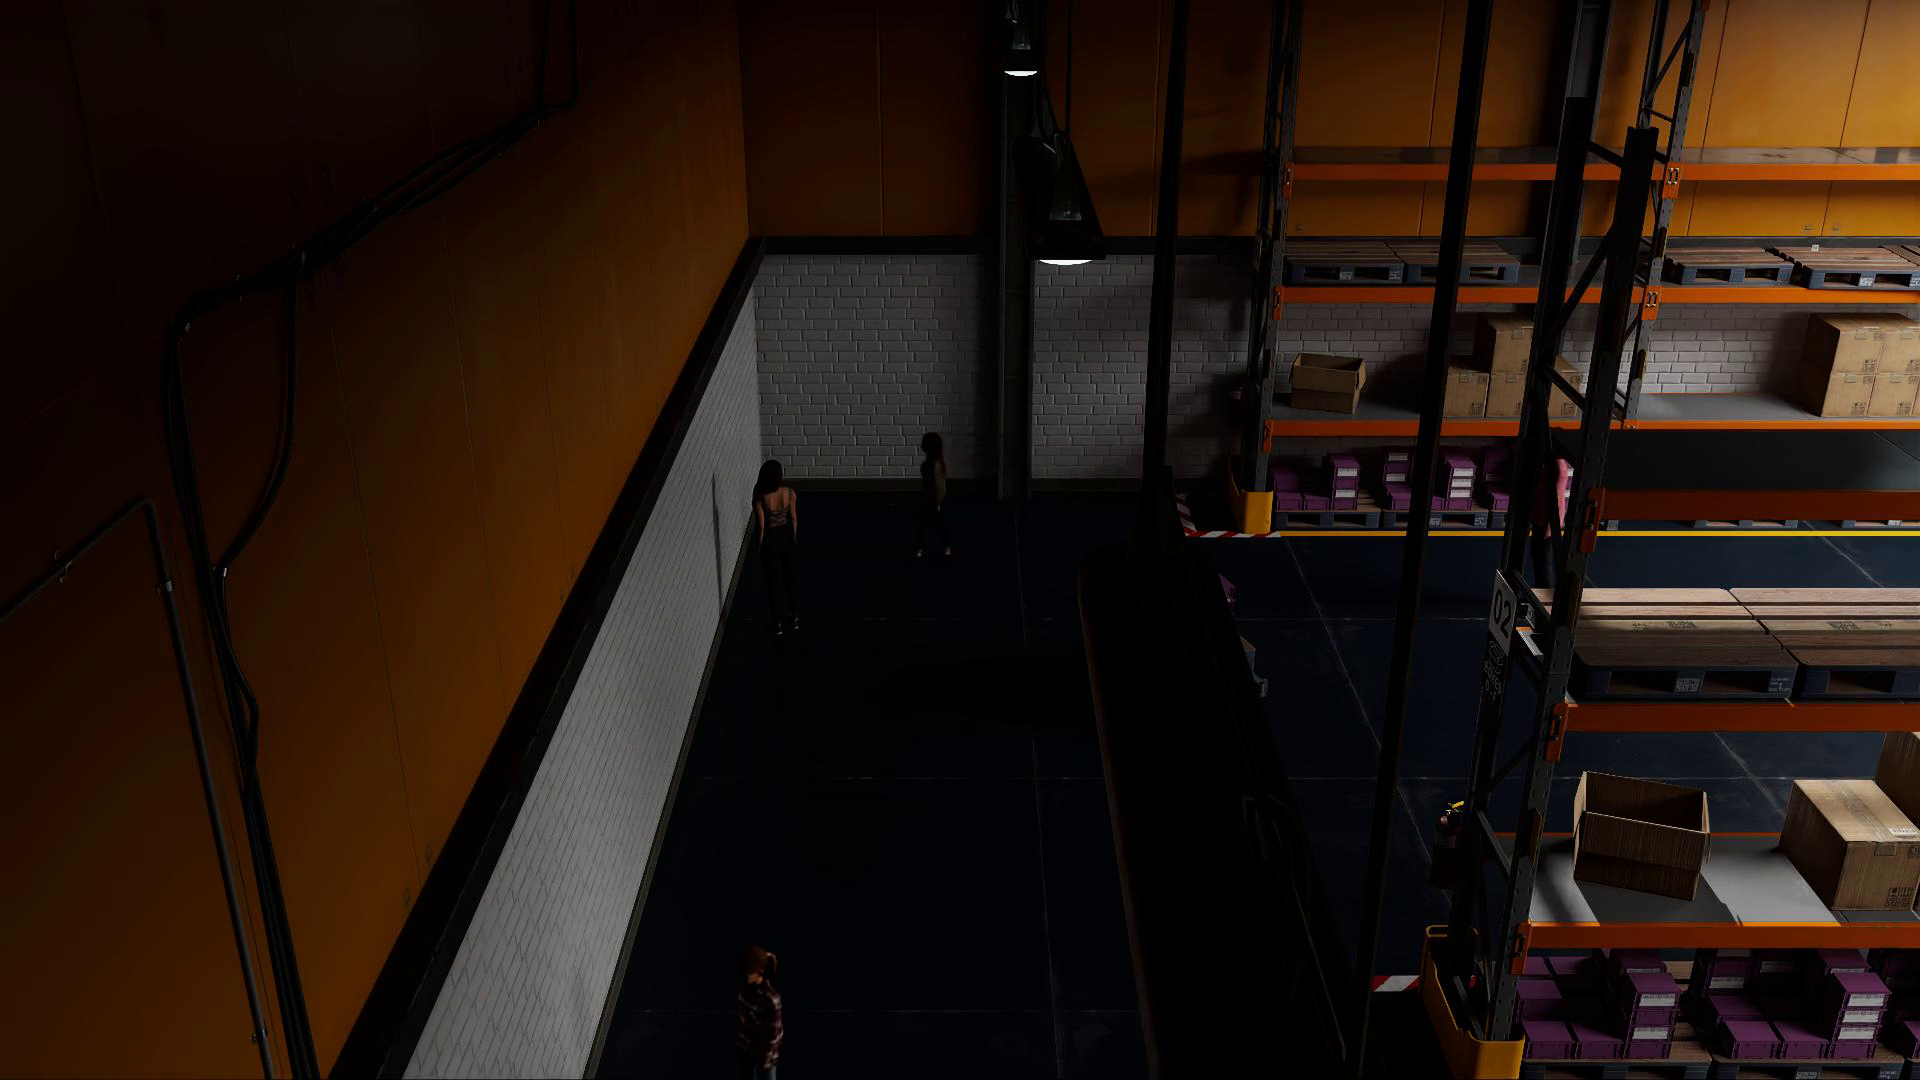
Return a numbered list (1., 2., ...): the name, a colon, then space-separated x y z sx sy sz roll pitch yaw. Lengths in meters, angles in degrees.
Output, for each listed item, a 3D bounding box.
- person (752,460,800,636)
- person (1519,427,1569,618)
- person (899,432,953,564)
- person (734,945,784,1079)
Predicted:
1. person: -1.766 0.058 16.132 0.639 1.769 0.753 -12 27 -26
2. person: 5.825 -0.188 16.460 0.562 1.958 0.636 2 24 4
3. person: -0.219 -0.432 17.647 0.770 1.454 0.589 0 24 1
4. person: -1.178 2.995 9.997 0.643 1.302 0.708 19 30 37
